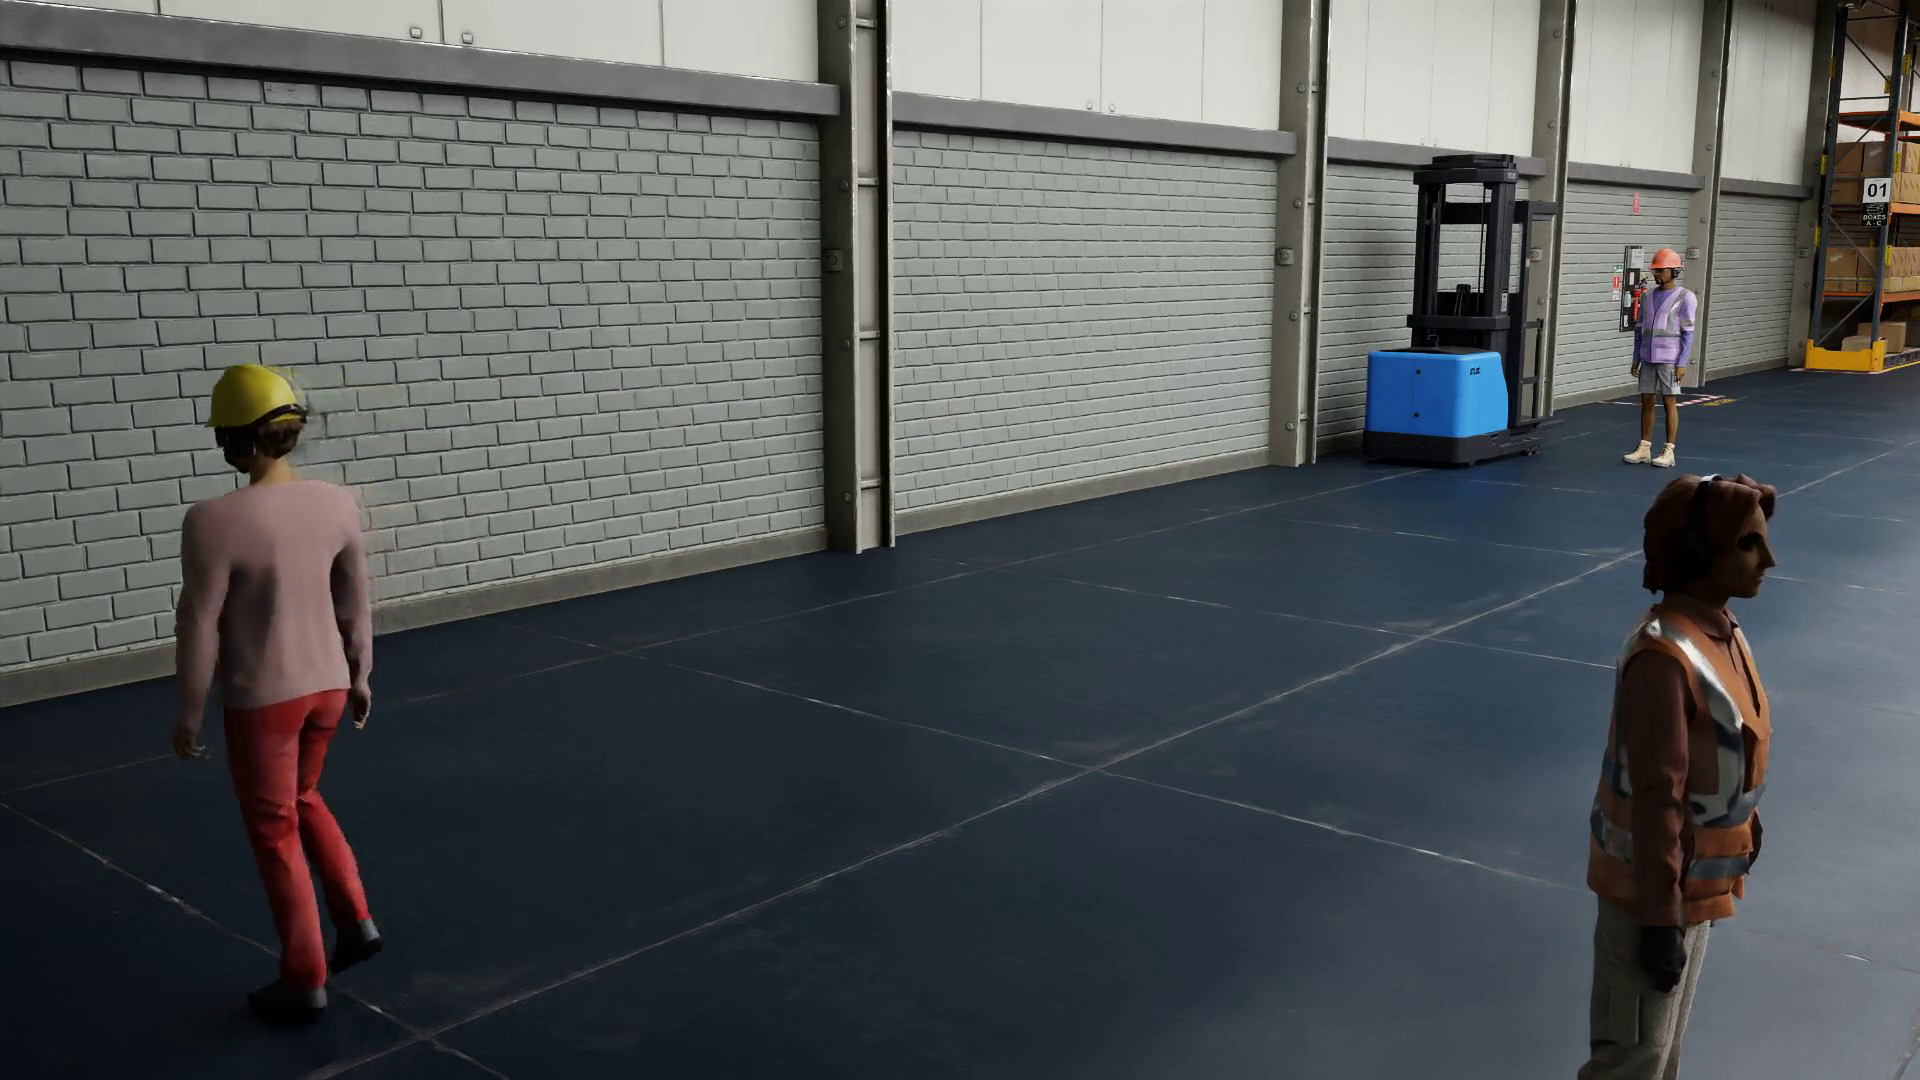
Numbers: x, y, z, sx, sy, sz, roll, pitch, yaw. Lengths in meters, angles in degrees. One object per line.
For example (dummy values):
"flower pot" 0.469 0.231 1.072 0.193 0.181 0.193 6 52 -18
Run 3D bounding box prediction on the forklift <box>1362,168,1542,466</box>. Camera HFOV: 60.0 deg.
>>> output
"forklift" 4.875 -2.212 16.287 1.129 2.768 1.873 8 13 40

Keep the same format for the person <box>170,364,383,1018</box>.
"person" -1.829 0.411 4.456 0.388 1.754 0.530 5 11 25

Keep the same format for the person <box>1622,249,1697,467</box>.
"person" 6.628 -1.722 15.756 0.372 2.044 0.608 -6 12 -30

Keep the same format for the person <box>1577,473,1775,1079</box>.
"person" 1.372 0.683 3.208 0.314 1.642 0.514 7 12 33
